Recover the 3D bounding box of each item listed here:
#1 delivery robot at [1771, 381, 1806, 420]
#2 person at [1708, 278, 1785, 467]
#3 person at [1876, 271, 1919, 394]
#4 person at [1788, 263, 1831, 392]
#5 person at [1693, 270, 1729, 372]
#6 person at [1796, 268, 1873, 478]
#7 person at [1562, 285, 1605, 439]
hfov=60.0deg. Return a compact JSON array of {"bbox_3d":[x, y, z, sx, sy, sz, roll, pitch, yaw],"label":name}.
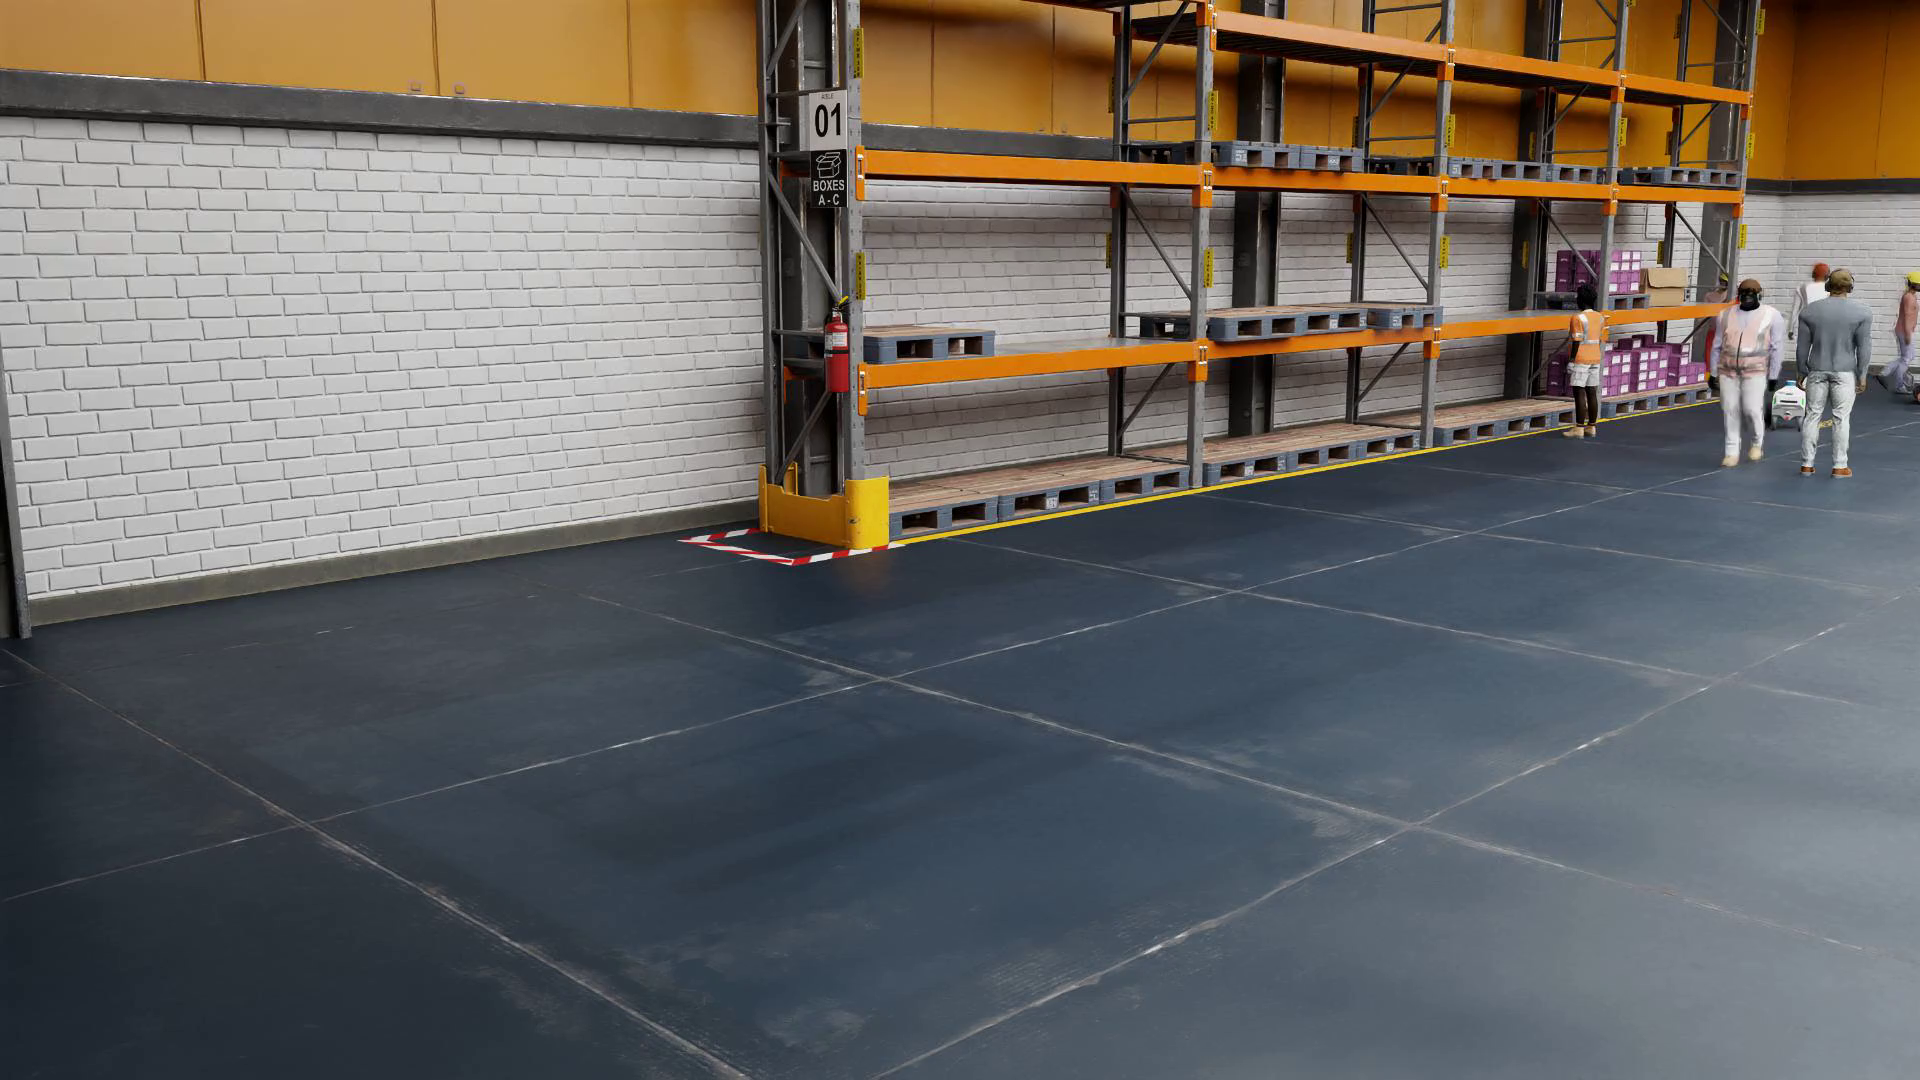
[{"bbox_3d":[9.633,-1.608,19.311,0.477,0.478,0.707,5,12,27],"label":"delivery robot"},{"bbox_3d":[7.620,-1.623,16.173,0.636,1.827,0.447,9,14,41],"label":"person"},{"bbox_3d":[13.333,-2.921,23.465,0.456,1.742,0.541,4,11,23],"label":"person"},{"bbox_3d":[12.050,-2.974,23.498,0.632,1.840,0.949,6,12,30],"label":"person"},{"bbox_3d":[10.949,-3.017,24.013,0.636,1.741,0.364,10,14,44],"label":"person"},{"bbox_3d":[8.085,-1.541,15.425,0.630,1.939,0.370,8,13,38],"label":"person"},{"bbox_3d":[6.912,-1.973,18.439,0.539,1.695,0.319,-8,13,-36],"label":"person"}]
